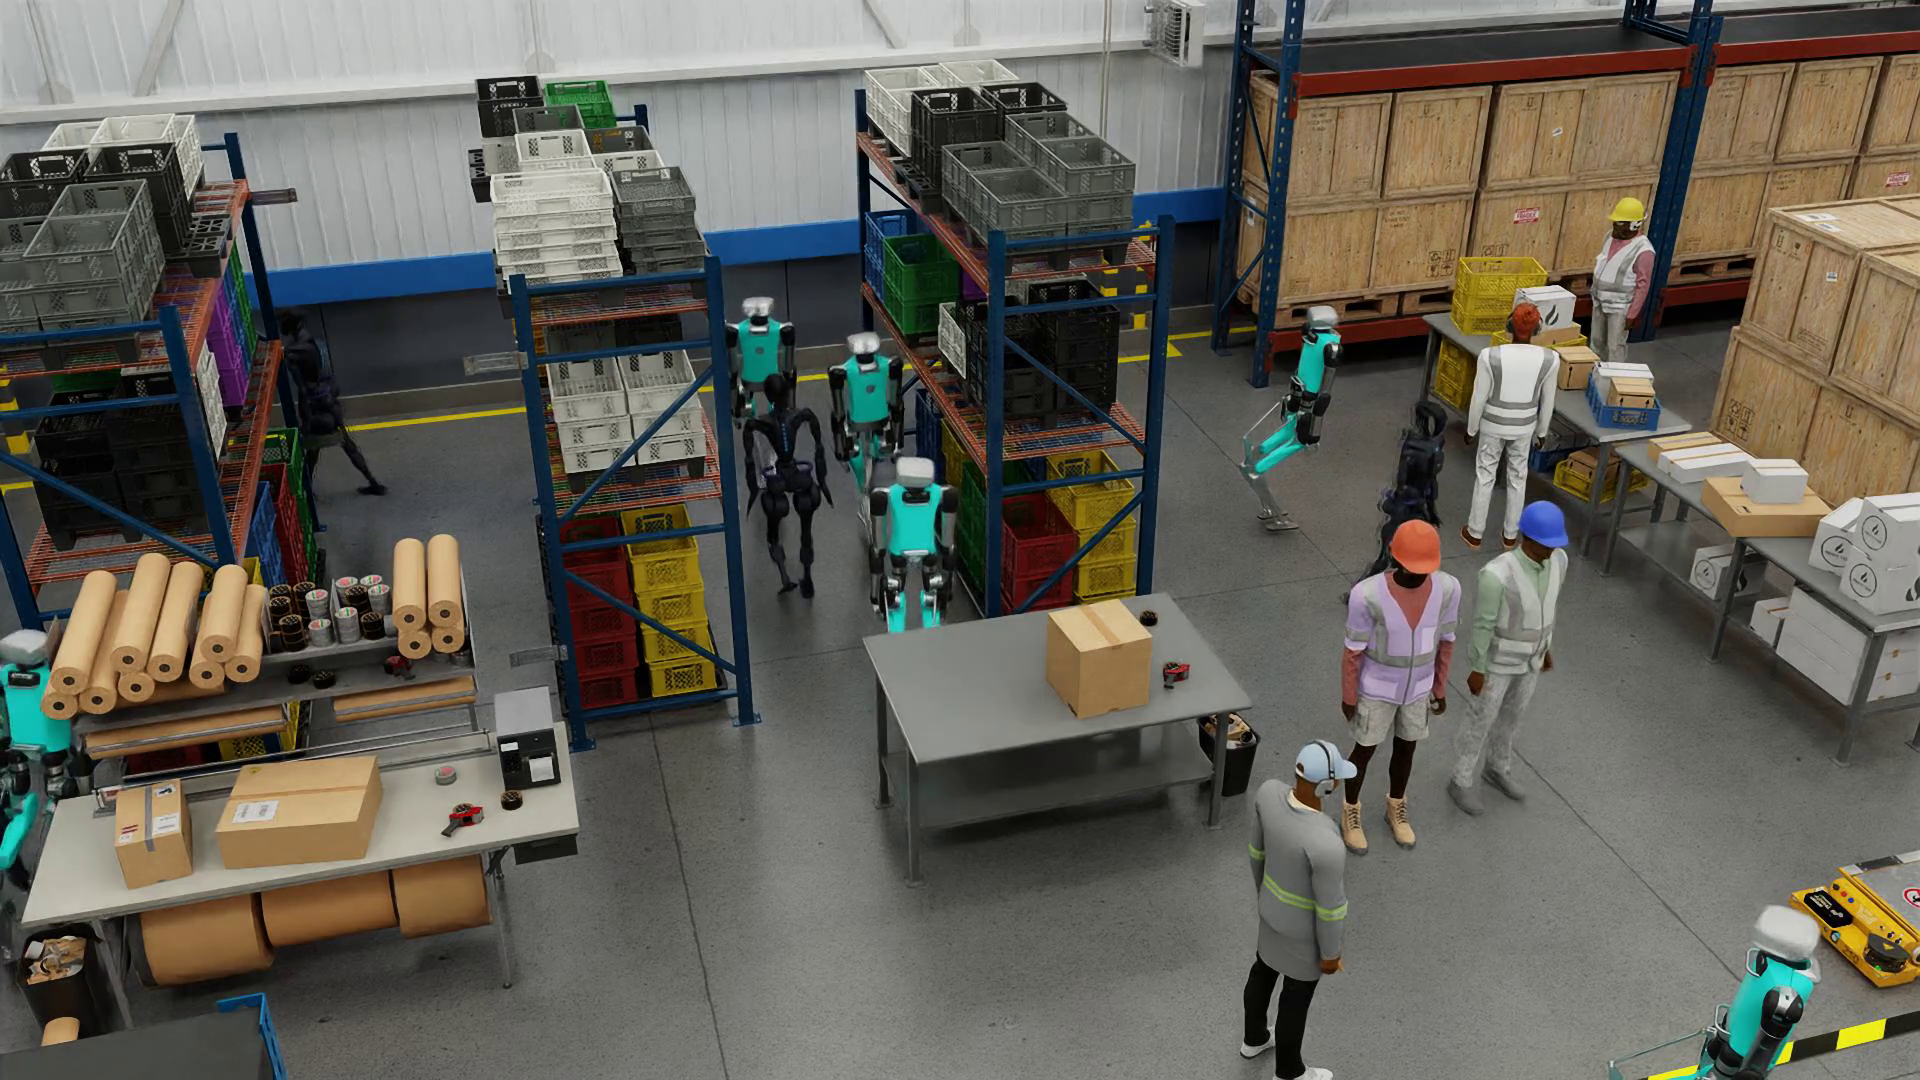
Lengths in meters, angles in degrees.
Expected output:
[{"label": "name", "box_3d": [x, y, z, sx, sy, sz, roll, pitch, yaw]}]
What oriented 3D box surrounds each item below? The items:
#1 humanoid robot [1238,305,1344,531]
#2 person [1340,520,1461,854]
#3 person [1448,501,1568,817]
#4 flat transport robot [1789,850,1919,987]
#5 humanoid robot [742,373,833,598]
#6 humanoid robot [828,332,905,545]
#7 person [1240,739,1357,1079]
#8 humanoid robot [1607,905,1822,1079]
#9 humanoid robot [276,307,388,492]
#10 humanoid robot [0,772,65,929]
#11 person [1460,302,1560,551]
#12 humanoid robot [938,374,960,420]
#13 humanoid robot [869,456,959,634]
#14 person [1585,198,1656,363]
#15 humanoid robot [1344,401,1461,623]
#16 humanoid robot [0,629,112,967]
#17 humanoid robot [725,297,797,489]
[{"label": "humanoid robot", "box_3d": [2.341, -0.871, 12.120, 0.745, 1.689, 0.531, -5, 29, -10]}, {"label": "person", "box_3d": [2.332, 0.792, 8.897, 0.597, 2.036, 0.392, -4, 29, -7]}, {"label": "person", "box_3d": [3.072, 0.641, 9.252, 0.613, 1.945, 0.401, -15, 32, -25]}, {"label": "flat transport robot", "box_3d": [5.163, 1.916, 8.676, 1.431, 0.231, 0.659, -8, 30, -14]}, {"label": "humanoid robot", "box_3d": [-1.158, -0.352, 11.330, 0.590, 1.642, 0.383, -8, 30, -15]}, {"label": "humanoid robot", "box_3d": [-0.700, -0.735, 11.967, 0.557, 1.728, 1.038, -9, 30, -15]}, {"label": "person", "box_3d": [1.529, 1.677, 7.469, 0.394, 1.849, 0.588, -13, 31, -23]}, {"label": "humanoid robot", "box_3d": [2.889, 2.106, 6.665, 0.735, 1.677, 0.533, 13, 31, 22]}, {"label": "humanoid robot", "box_3d": [-4.880, -1.020, 12.589, 0.780, 1.617, 0.593, -3, 29, -6]}, {"label": "humanoid robot", "box_3d": [-4.911, 1.296, 8.363, 0.589, 1.646, 0.465, 23, 36, 35]}, {"label": "person", "box_3d": [3.925, -0.798, 11.936, 0.583, 1.882, 0.337, 2, 29, 4]}, {"label": "humanoid robot", "box_3d": [0.099, -1.665, 13.761, 0.752, 1.626, 0.600, 0, 29, 0]}, {"label": "humanoid robot", "box_3d": [-0.234, 0.480, 9.824, 0.550, 1.854, 0.848, -5, 29, -8]}, {"label": "person", "box_3d": [5.590, -2.036, 14.242, 0.404, 1.829, 0.599, -8, 30, -15]}, {"label": "humanoid robot", "box_3d": [3.006, -0.165, 11.052, 0.799, 1.619, 0.612, 23, 36, 35]}, {"label": "humanoid robot", "box_3d": [-4.589, 1.414, 8.136, 0.542, 1.752, 0.982, 3, 29, 6]}, {"label": "humanoid robot", "box_3d": [-1.491, -1.068, 12.564, 0.542, 1.736, 0.968, -3, 29, -5]}]
